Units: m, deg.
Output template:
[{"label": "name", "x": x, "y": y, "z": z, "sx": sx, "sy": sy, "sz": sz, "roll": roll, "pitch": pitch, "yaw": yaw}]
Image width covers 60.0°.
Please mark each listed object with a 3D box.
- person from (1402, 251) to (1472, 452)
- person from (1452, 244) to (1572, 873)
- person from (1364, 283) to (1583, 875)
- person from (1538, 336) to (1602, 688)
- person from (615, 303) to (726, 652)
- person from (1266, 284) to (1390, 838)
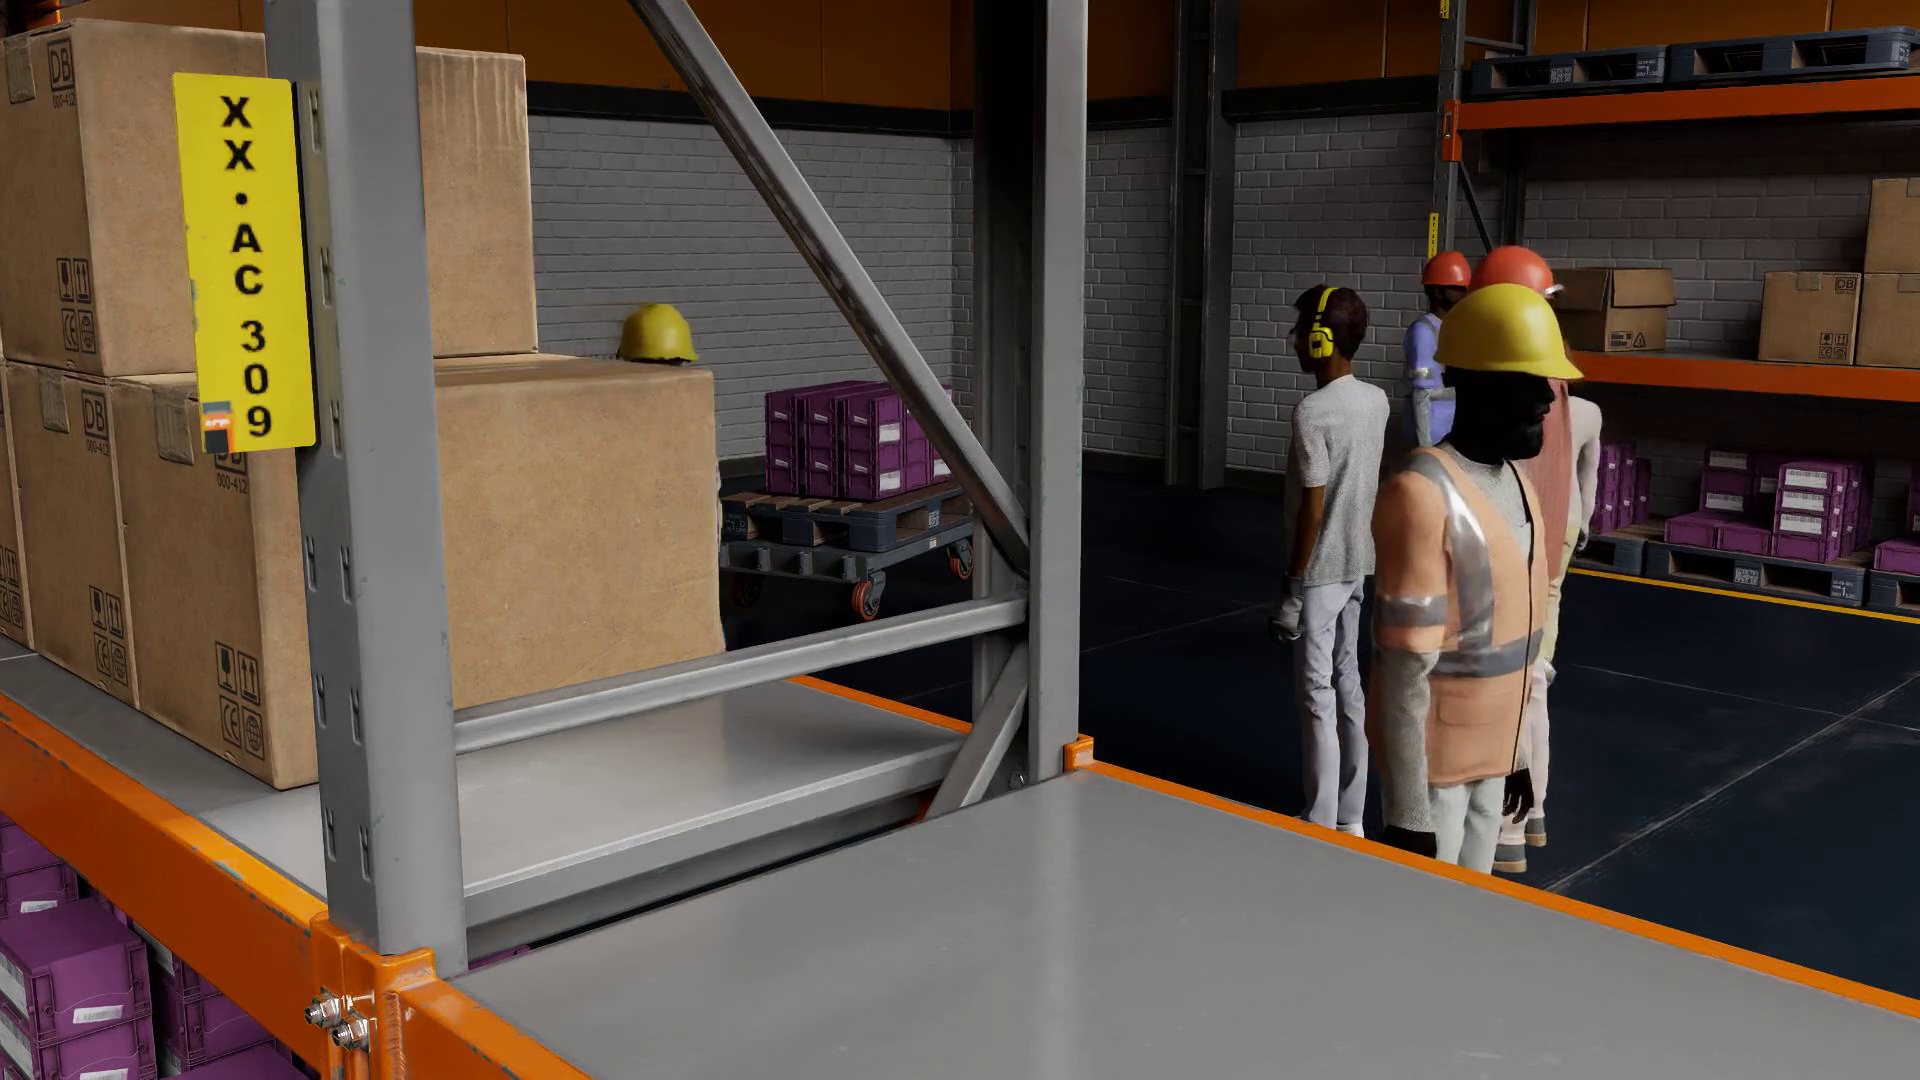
[{"label": "person", "x": 2.560, "y": -0.564, "z": 8.899, "sx": 0.362, "sy": 1.938, "sz": 0.545, "roll": 6, "pitch": 12, "yaw": 31}, {"label": "person", "x": 1.734, "y": 0.063, "z": 5.330, "sx": 0.399, "sy": 1.991, "sz": 0.622, "roll": 5, "pitch": 12, "yaw": 27}, {"label": "person", "x": 1.061, "y": 0.431, "z": 3.504, "sx": 0.388, "sy": 1.925, "sz": 0.596, "roll": 8, "pitch": 13, "yaw": 39}, {"label": "person", "x": 2.461, "y": -0.055, "z": 6.999, "sx": 0.504, "sy": 1.620, "sz": 0.477, "roll": -1, "pitch": 10, "yaw": -7}, {"label": "person", "x": -0.915, "y": 0.165, "z": 5.304, "sx": 0.599, "sy": 1.804, "sz": 0.769, "roll": -8, "pitch": 13, "yaw": -39}, {"label": "person", "x": 1.159, "y": 0.124, "z": 5.334, "sx": 0.328, "sy": 1.872, "sz": 0.511, "roll": 8, "pitch": 13, "yaw": 38}]
